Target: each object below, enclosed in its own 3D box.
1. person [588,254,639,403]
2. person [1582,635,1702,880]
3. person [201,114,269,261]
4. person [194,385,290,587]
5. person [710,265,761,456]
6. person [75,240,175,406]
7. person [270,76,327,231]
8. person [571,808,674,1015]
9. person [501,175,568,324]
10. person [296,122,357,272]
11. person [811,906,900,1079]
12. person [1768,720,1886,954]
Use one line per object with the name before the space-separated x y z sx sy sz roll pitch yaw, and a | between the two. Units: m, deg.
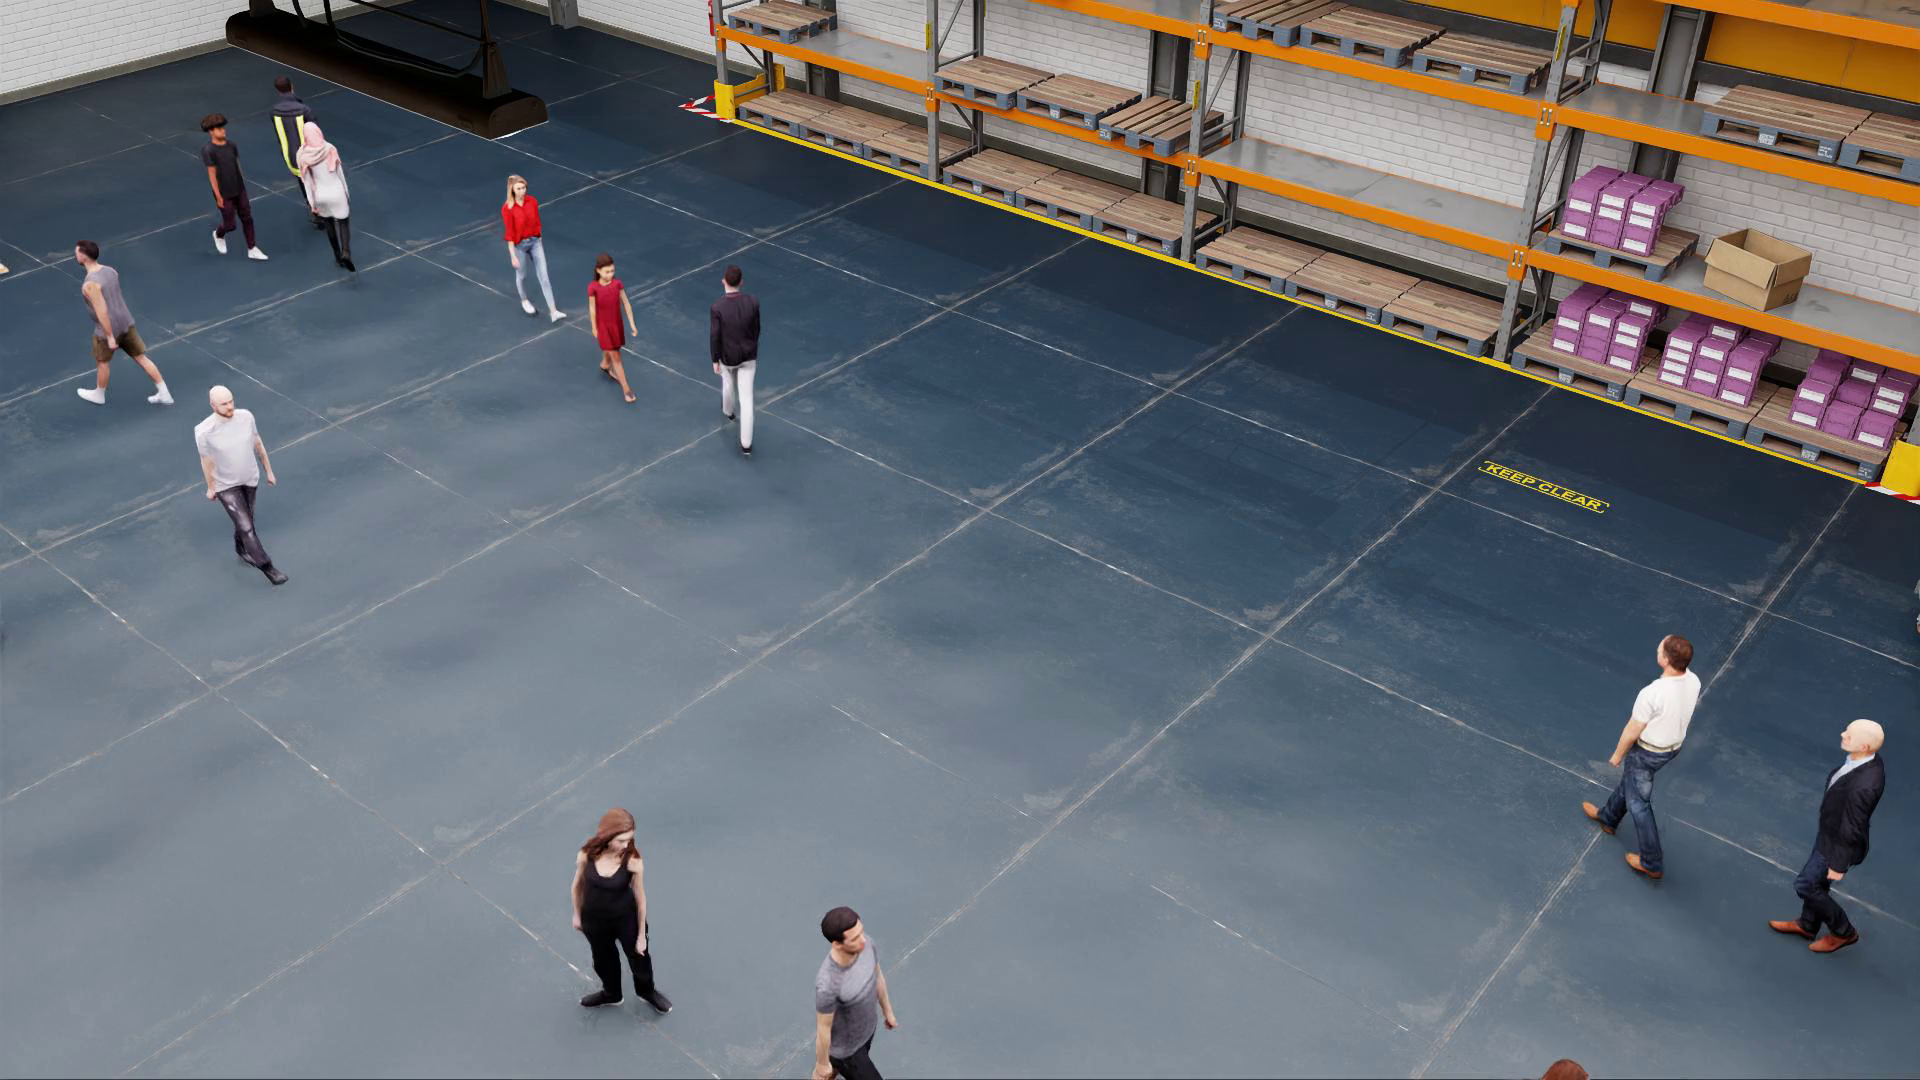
person | -3.573 -2.214 16.850 0.751 1.513 1.136 -21 39 -29
person | 4.639 1.461 11.038 0.948 1.825 1.165 -16 37 -23
person | -8.622 -4.133 19.503 0.947 1.771 0.730 17 37 23
person | -6.142 -0.513 14.044 1.203 1.784 0.700 24 41 32
person | -2.079 -1.663 15.765 1.097 1.795 1.250 -9 35 -13
person | -8.325 -2.101 16.555 1.268 1.794 1.037 5 34 8
person | -7.996 -4.632 20.141 0.944 1.895 1.018 6 34 10
person | -2.125 2.226 9.985 0.718 1.717 0.863 12 35 17
person | -4.795 -3.201 18.199 0.754 1.662 1.114 -26 42 -34
person | -7.250 -3.912 19.158 0.927 1.785 1.092 -12 36 -18
person | -0.679 2.688 9.191 1.229 1.827 0.873 15 36 21
person | 5.586 1.898 10.412 0.836 1.790 0.824 15 37 22
